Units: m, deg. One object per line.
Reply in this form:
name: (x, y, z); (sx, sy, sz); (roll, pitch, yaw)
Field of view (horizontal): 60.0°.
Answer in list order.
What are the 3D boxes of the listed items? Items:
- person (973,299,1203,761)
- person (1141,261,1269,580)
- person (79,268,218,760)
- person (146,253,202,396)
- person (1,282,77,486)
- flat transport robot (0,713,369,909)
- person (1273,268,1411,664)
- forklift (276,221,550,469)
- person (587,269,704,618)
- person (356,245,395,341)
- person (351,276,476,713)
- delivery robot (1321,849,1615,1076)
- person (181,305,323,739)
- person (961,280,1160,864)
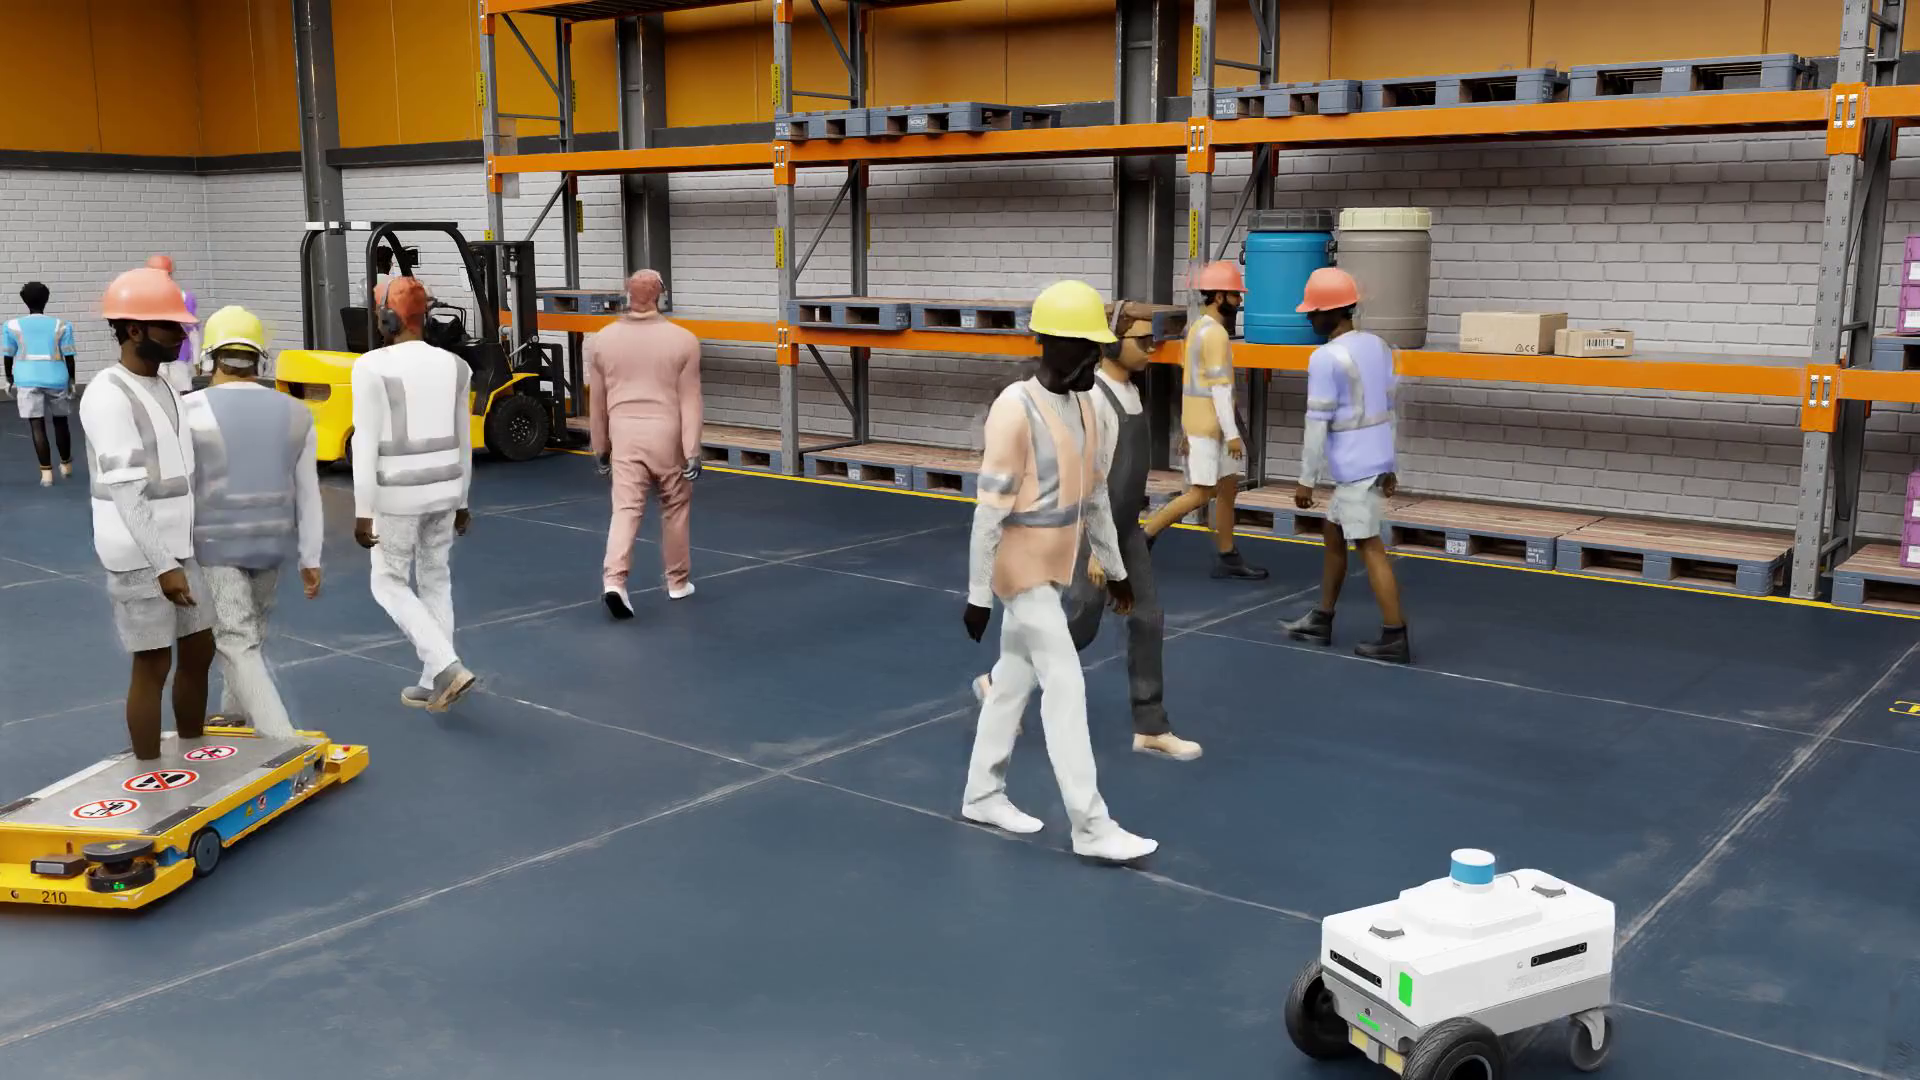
person: (0.496, -0.039, 6.518); (0.889, 1.812, 0.512); (5, 11, 26)
person: (1.388, -0.679, 9.785); (0.844, 1.911, 0.545); (1, 10, 5)
person: (-2.778, 0.031, 5.771); (0.382, 1.933, 0.569); (0, 10, 0)
person: (-7.413, -1.733, 15.604); (0.567, 1.910, 0.680); (-2, 10, -12)
person: (-7.678, -1.306, 13.879); (0.543, 1.669, 0.739); (-7, 13, -35)
flat transport robot: (-2.665, 0.881, 5.651); (0.652, 0.197, 1.431); (1, 10, 8)
person: (1.841, -0.360, 8.041); (0.835, 1.885, 0.573); (8, 13, 38)
forklift: (-4.922, -1.741, 14.854); (1.214, 2.155, 2.313); (8, 13, 38)
person: (-1.714, -0.531, 9.049); (0.652, 1.875, 0.927); (1, 10, 7)
person: (-6.426, -2.311, 18.640); (0.618, 1.963, 0.361); (-1, 10, -3)
person: (-2.260, -0.163, 6.981); (0.495, 1.875, 0.595); (8, 13, 37)
delivery robot: (1.226, 0.987, 4.004); (0.707, 0.478, 0.477); (-5, 11, -27)
person: (-2.659, 0.046, 6.171); (0.859, 1.806, 0.590); (7, 12, 35)
person: (0.354, 0.108, 5.466); (0.894, 1.883, 0.603); (5, 11, 25)
